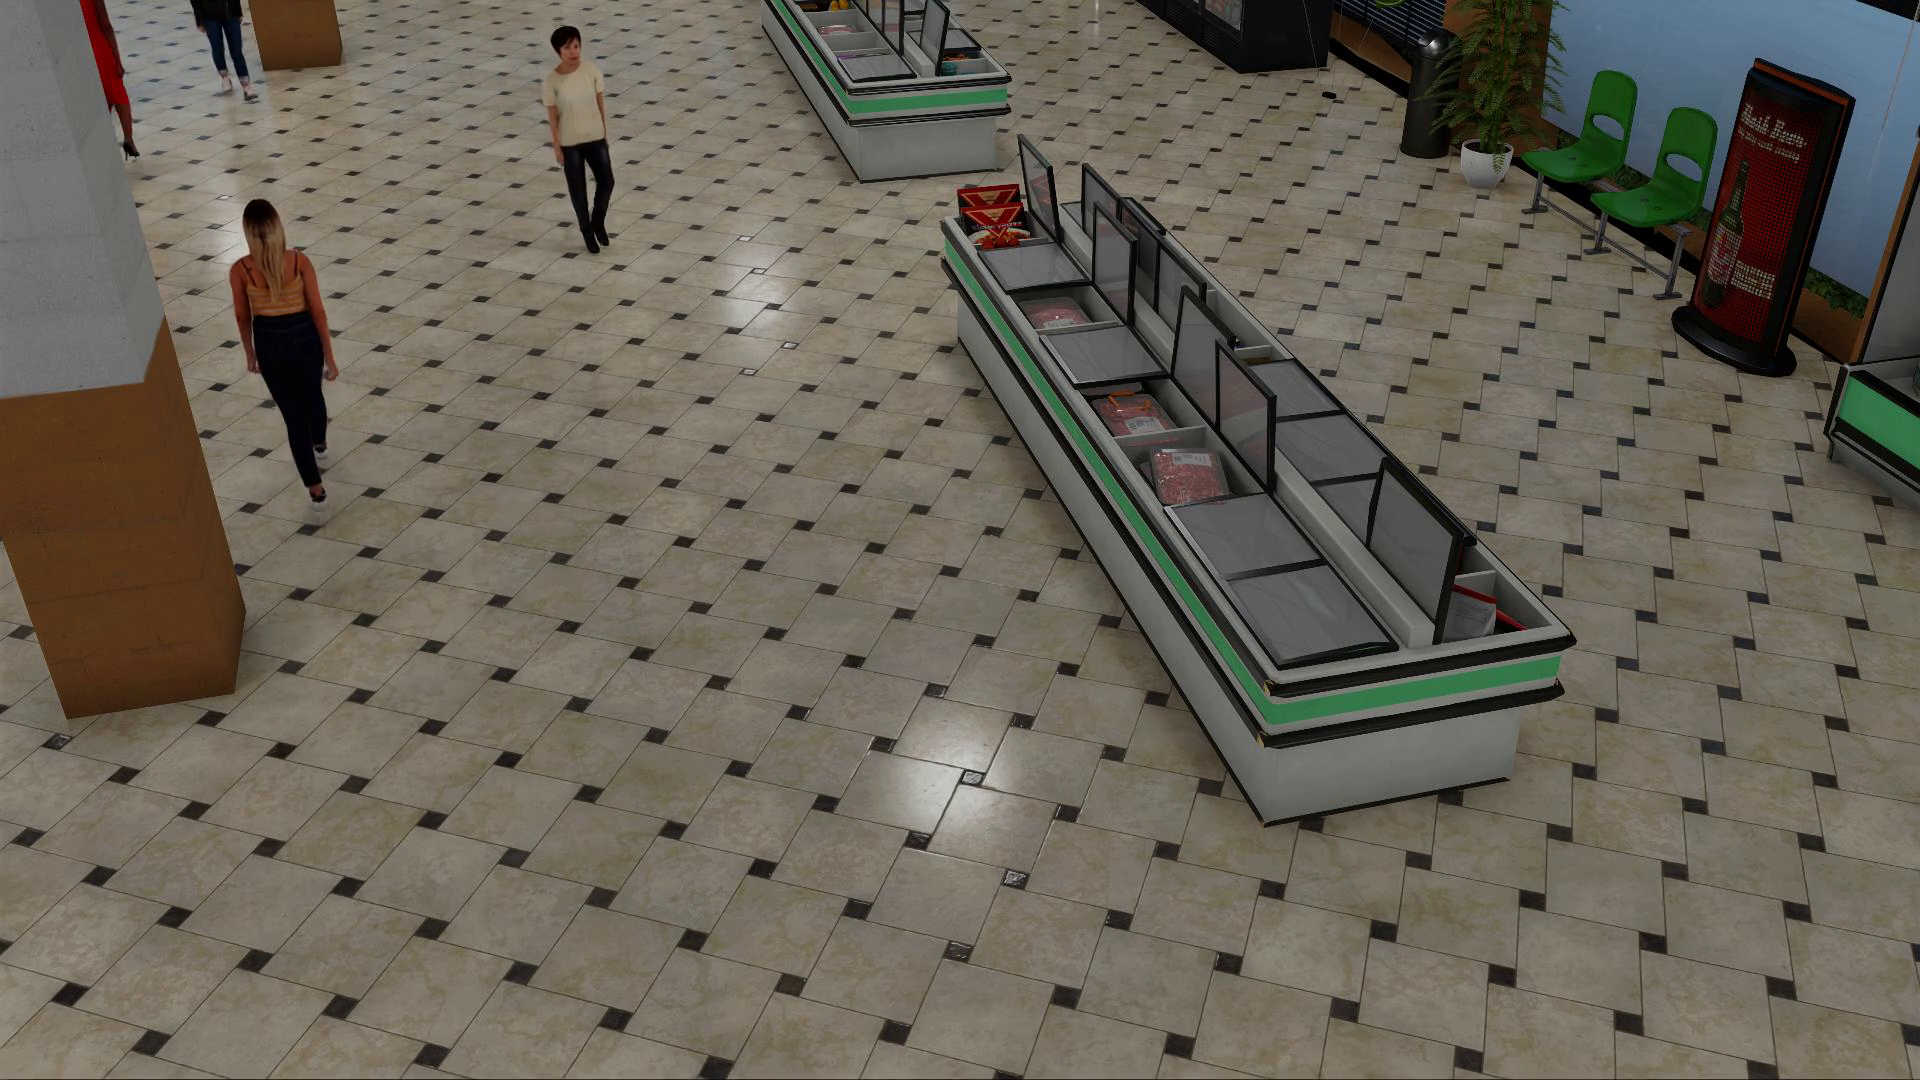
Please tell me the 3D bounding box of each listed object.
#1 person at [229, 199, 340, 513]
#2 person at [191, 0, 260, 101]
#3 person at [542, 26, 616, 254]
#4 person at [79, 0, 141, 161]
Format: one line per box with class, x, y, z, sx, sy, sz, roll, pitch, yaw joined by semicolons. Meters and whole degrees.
person;-3.425;-0.898;8.518;0.725;1.580;1.200;-14;34;-21
person;-6.540;-4.619;14.630;0.814;1.441;1.054;-21;38;-30
person;-2.649;-2.777;11.541;0.640;1.578;0.612;-15;35;-23
person;-6.692;-3.652;12.809;0.595;1.723;0.776;-8;33;-12
